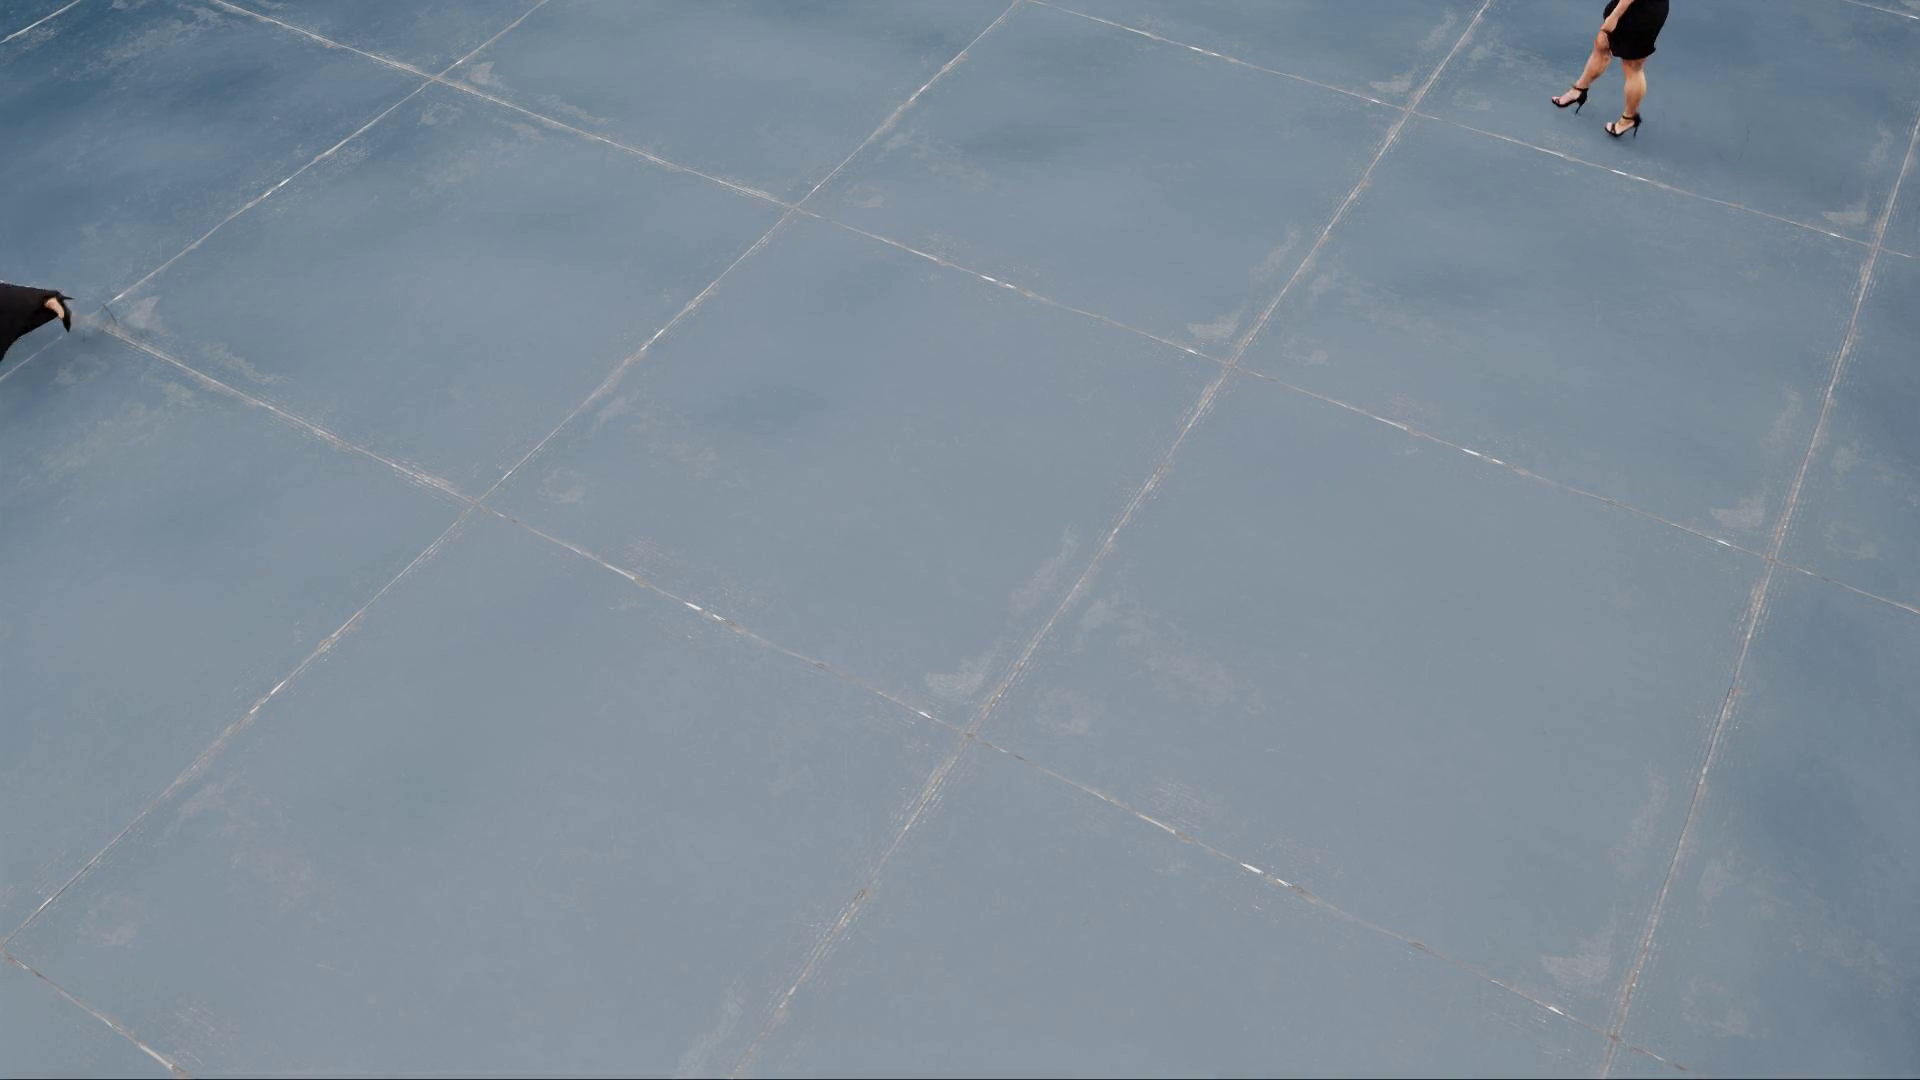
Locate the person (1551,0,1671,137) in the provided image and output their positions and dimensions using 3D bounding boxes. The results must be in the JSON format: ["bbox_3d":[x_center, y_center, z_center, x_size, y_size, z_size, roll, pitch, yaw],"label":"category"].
[{"bbox_3d":[4.341,-3.265,10.435,0.806,1.691,0.667,23,51,20],"label":"person"}]
